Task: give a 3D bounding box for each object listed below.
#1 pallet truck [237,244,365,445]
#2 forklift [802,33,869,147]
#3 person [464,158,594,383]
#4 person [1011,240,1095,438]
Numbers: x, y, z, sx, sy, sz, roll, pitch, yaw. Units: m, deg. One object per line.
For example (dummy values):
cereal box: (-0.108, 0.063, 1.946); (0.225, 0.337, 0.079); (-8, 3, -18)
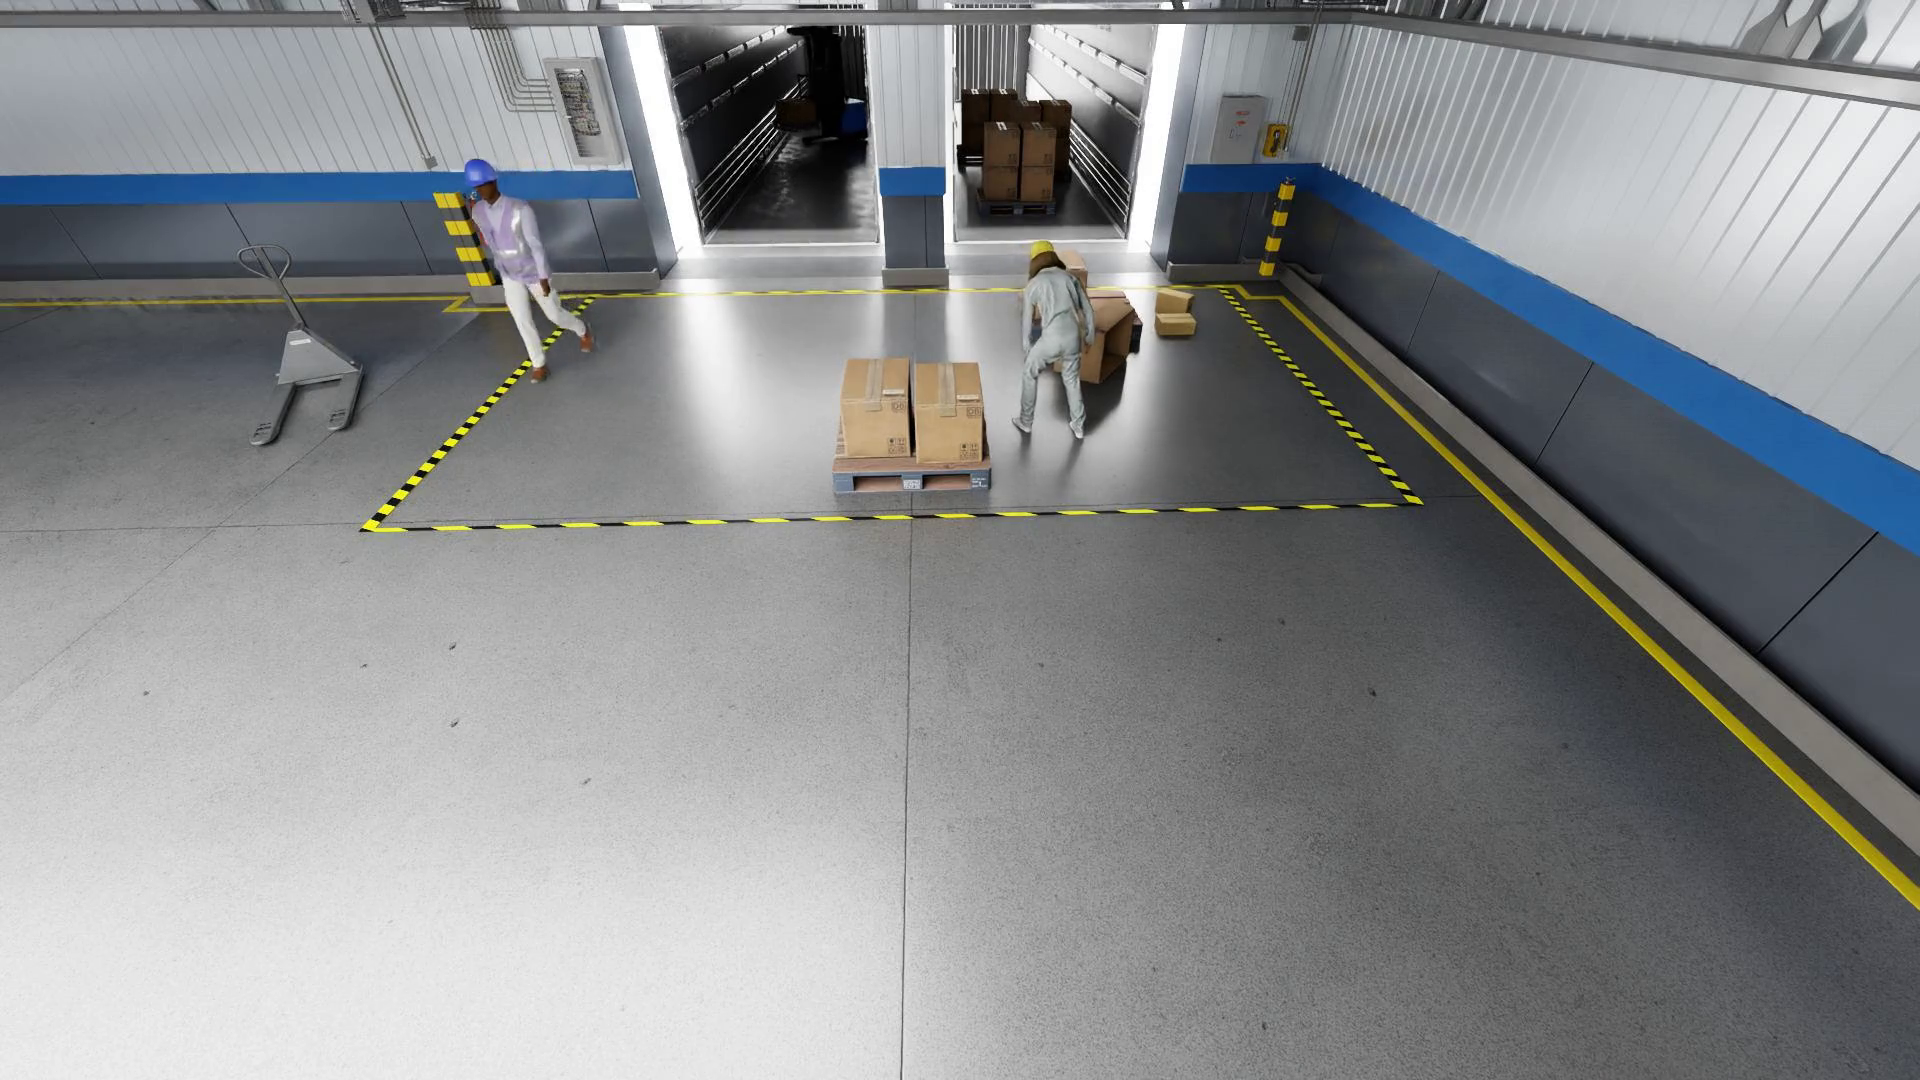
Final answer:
pallet truck: (-5.915, -1.733, 6.366); (0.680, 1.201, 1.601); (-18, 42, -21)
forklift: (-2.589, -9.729, 15.798); (0.776, 2.013, 0.716); (-30, 48, -33)
person: (-3.990, -2.493, 6.782); (0.591, 1.916, 0.899); (2, 38, 3)
person: (0.772, -1.622, 6.028); (0.612, 1.497, 0.718); (-10, 40, -13)
